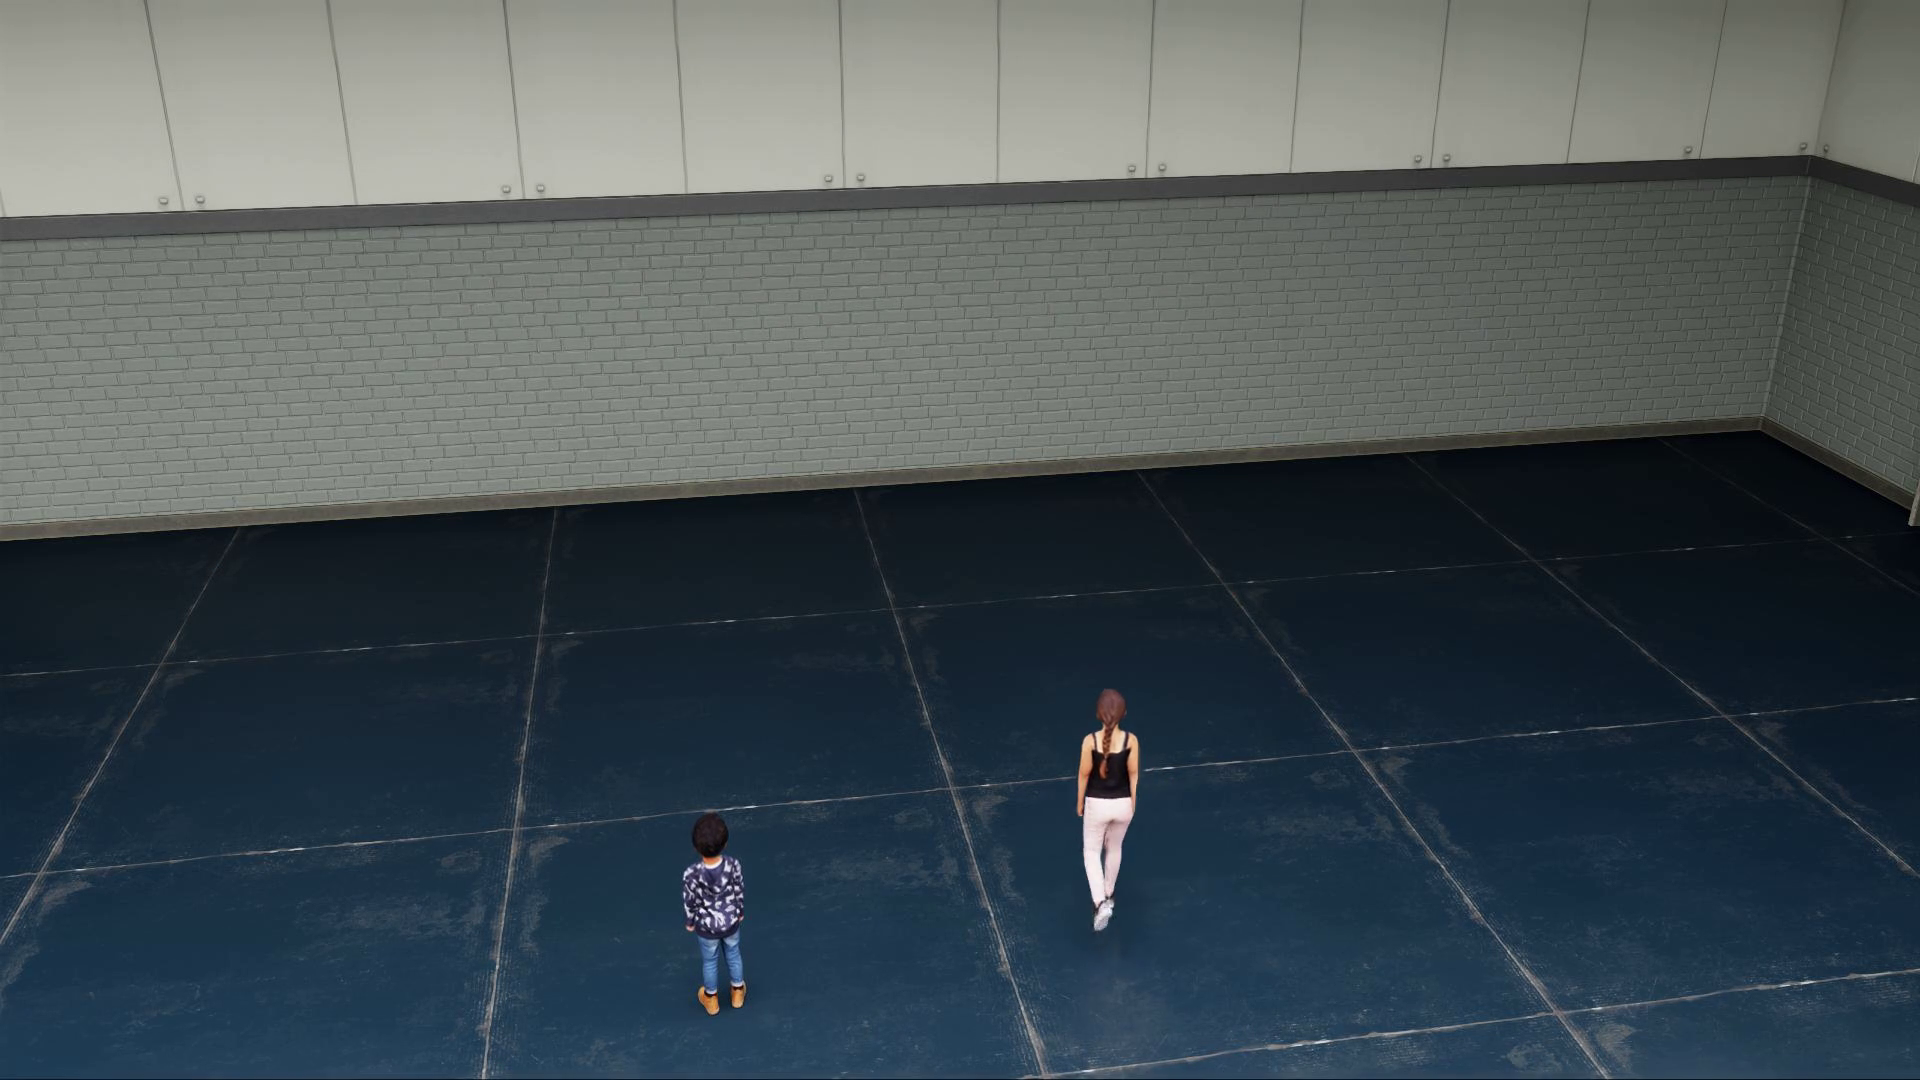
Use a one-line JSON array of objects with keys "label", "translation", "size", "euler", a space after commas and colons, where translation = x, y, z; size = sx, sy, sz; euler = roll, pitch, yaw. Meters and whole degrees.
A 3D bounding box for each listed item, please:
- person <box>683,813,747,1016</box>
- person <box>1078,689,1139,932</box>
[{"label": "person", "translation": [-1.371, 2.096, 9.340], "size": [0.519, 1.249, 0.527], "euler": [-7, 24, -17]}, {"label": "person", "translation": [0.905, 1.644, 10.023], "size": [0.574, 1.546, 0.903], "euler": [-1, 23, -3]}]
